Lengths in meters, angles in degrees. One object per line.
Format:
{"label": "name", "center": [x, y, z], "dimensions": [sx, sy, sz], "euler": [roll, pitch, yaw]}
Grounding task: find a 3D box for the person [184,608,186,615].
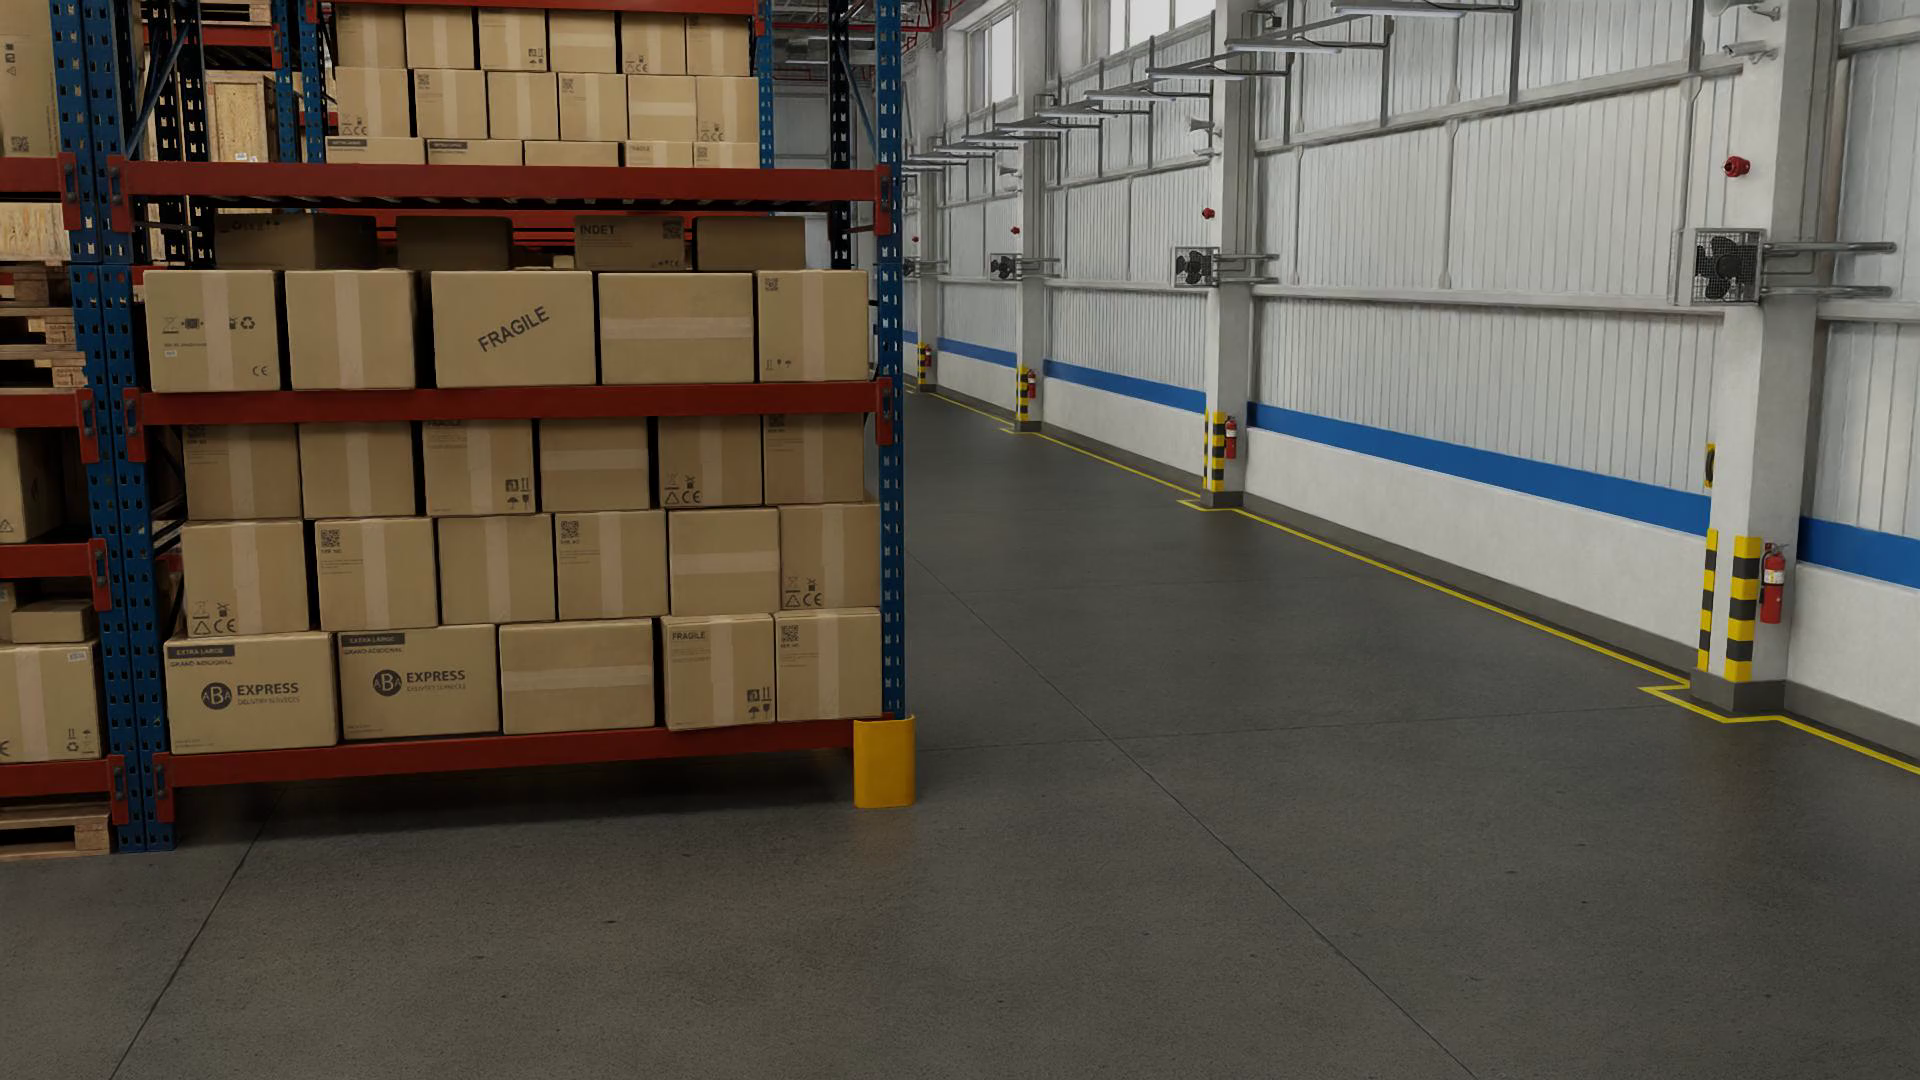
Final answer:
{"label": "person", "center": [-5.939, -0.059, 13.549], "dimensions": [0.964, 1.773, 0.578], "euler": [-3, 10, -17]}
